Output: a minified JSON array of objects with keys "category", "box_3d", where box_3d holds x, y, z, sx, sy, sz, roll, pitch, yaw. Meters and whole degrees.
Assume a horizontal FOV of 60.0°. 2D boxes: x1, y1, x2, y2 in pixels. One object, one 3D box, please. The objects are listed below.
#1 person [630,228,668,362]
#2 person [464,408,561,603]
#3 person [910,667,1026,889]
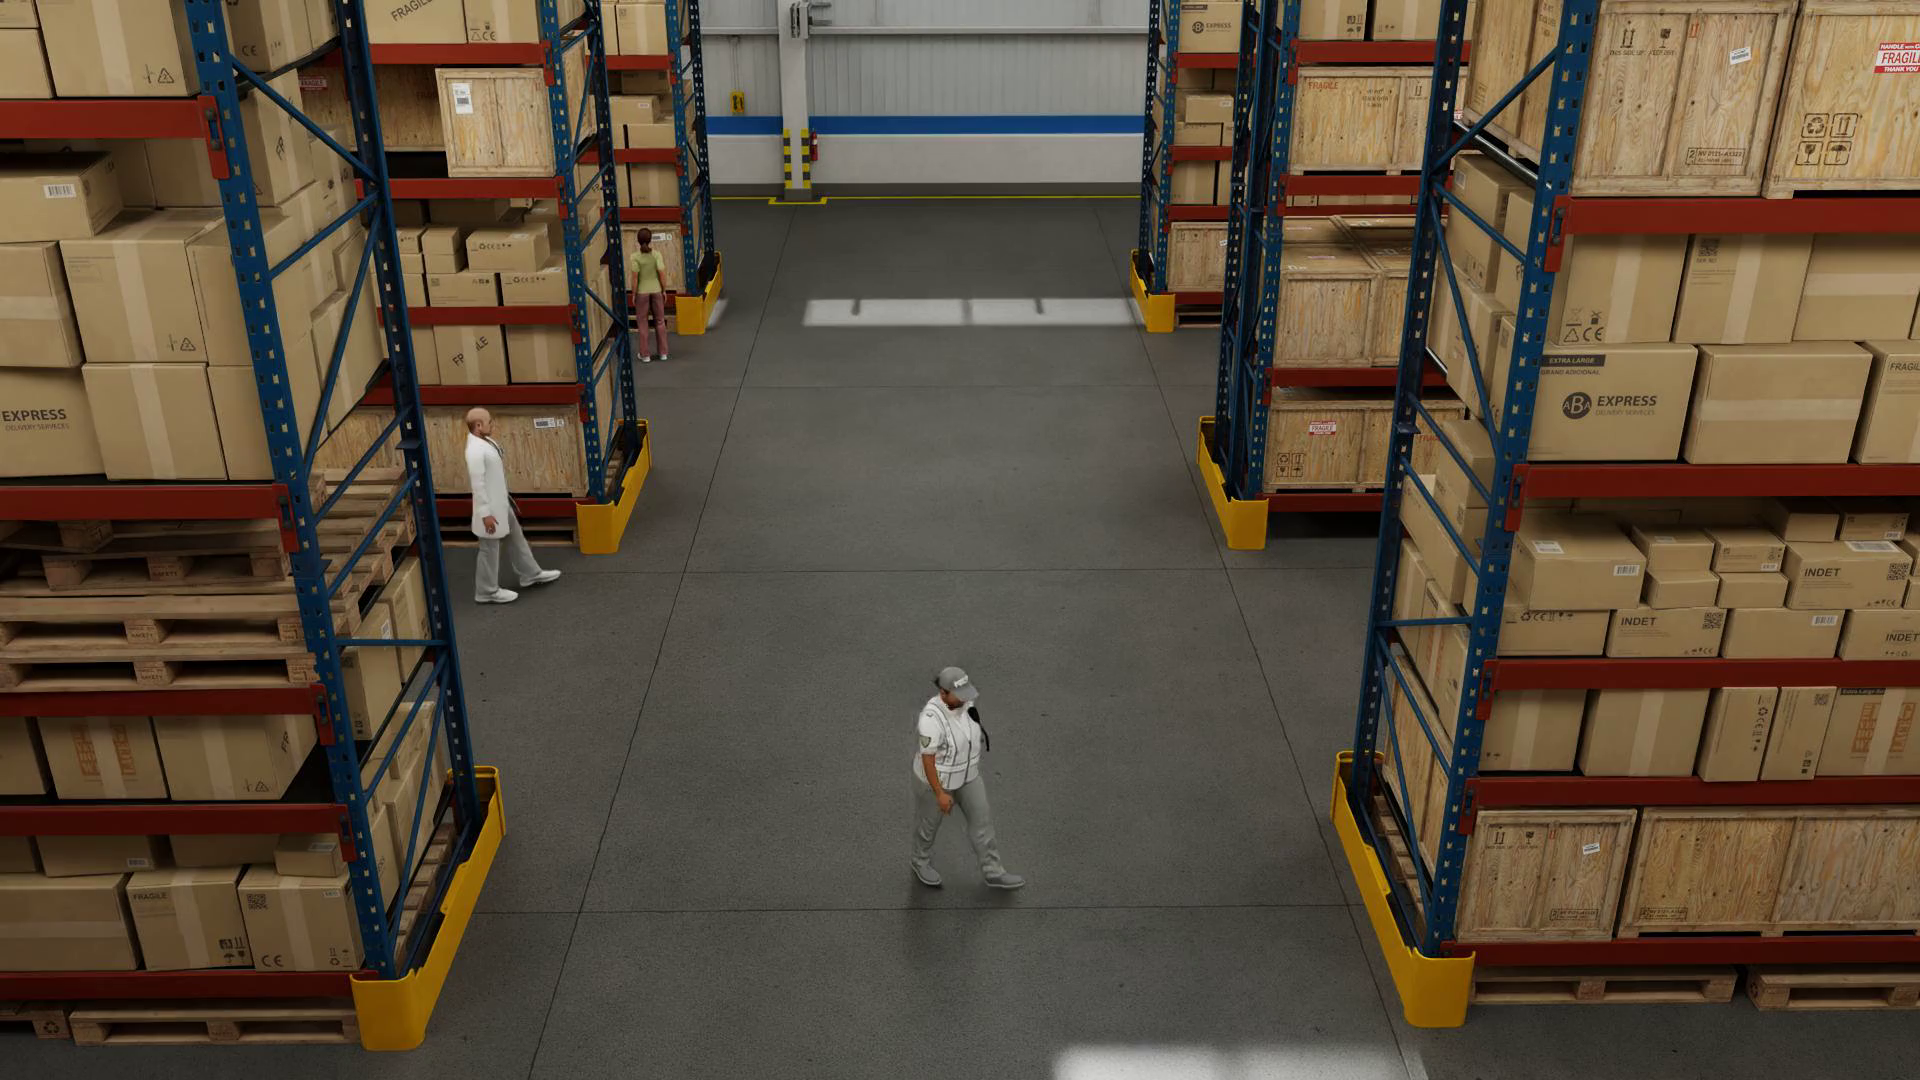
[{"category":"person","box_3d":[-3.832,-3.022,20.451,0.430,1.670,0.404,-9,26,-18]},{"category":"person","box_3d":[-3.950,-0.311,14.506,0.749,1.775,0.630,-5,25,-10]},{"category":"person","box_3d":[0.000,1.556,10.657,0.499,1.641,0.810,-21,33,-38]}]
